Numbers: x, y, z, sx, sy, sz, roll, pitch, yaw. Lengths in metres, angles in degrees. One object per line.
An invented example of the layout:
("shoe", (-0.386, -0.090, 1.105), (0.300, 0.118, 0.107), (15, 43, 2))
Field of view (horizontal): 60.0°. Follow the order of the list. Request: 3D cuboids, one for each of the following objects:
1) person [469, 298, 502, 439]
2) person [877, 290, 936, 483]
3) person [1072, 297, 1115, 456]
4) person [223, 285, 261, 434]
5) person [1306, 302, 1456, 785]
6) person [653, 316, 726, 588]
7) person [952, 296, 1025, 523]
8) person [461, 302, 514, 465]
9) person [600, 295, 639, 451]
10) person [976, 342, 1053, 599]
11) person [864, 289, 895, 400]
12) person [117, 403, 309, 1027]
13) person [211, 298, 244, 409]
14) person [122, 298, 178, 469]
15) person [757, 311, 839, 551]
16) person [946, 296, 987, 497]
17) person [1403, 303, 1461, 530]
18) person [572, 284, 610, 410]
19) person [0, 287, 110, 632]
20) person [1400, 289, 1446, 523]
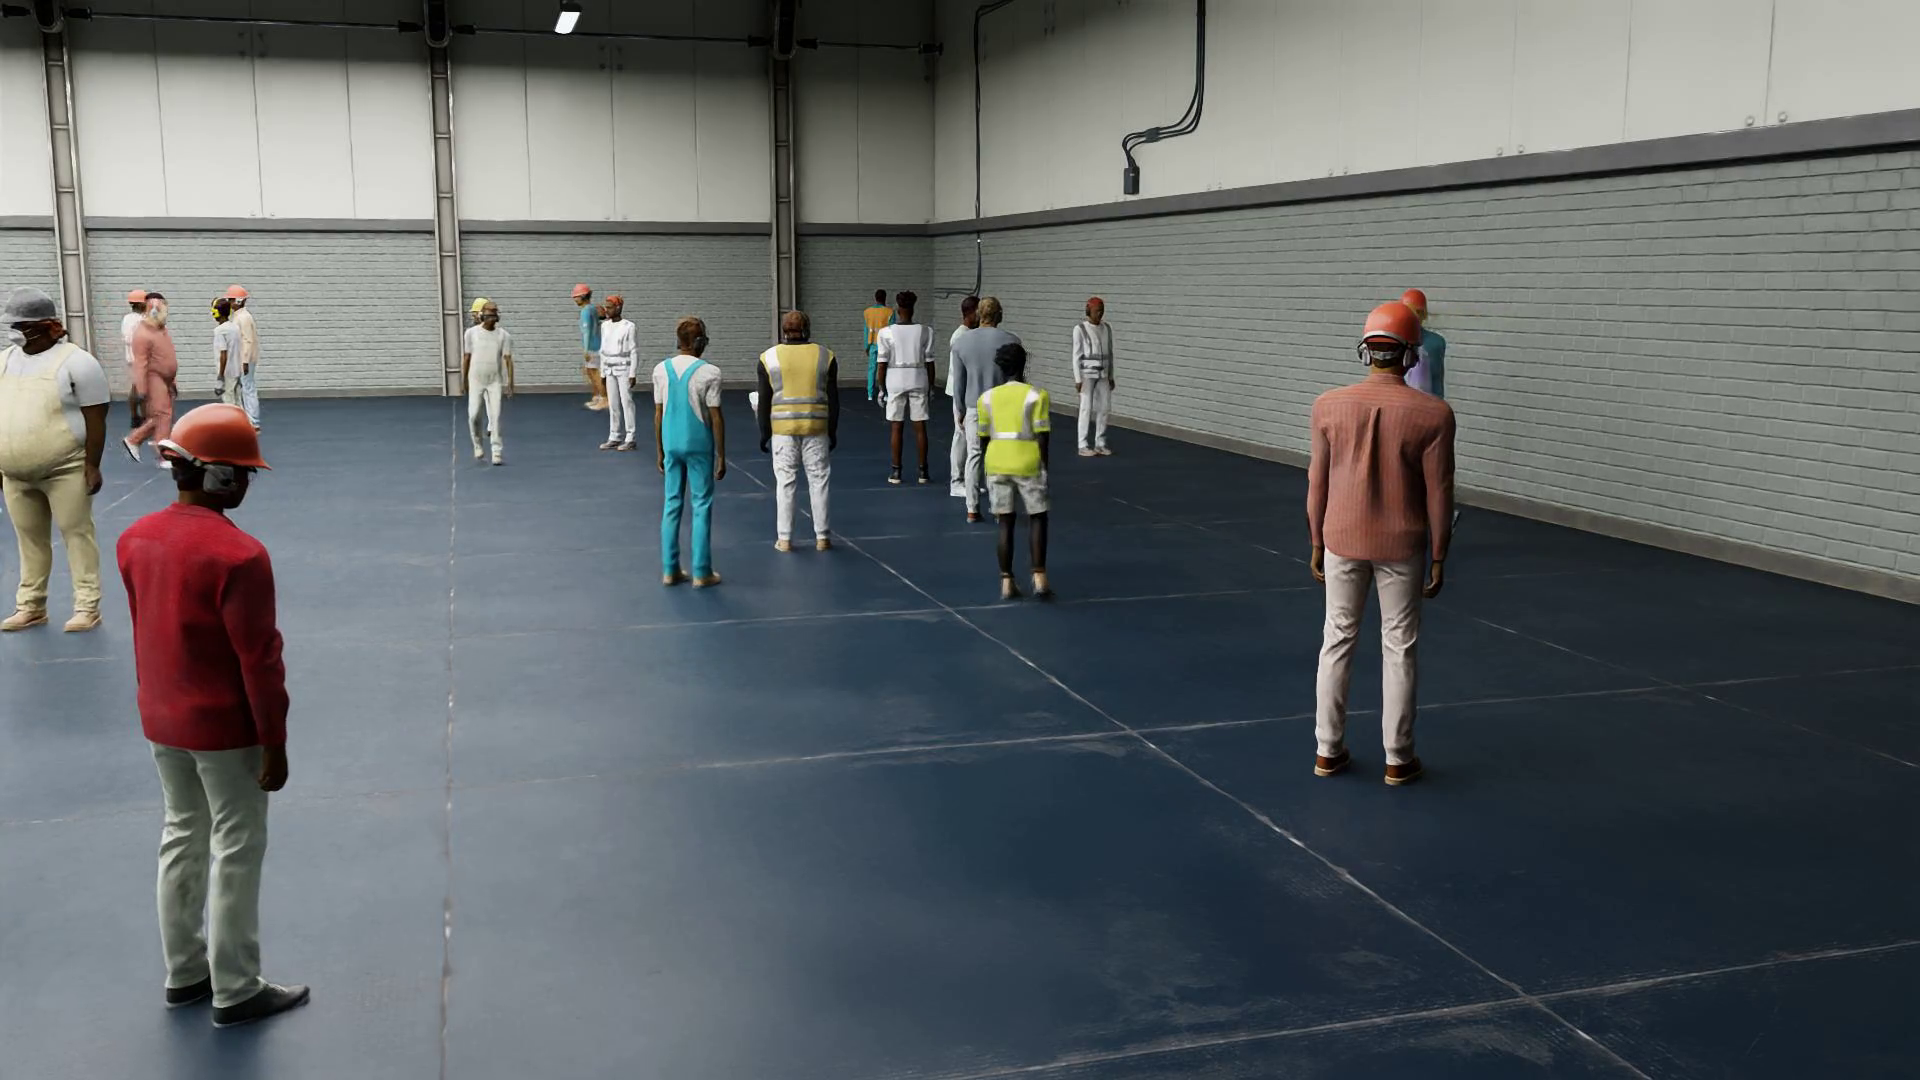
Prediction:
("person", (-6.206, -2.243, 21.779), (0.403, 1.830, 0.600), (-2, 9, -14))
("person", (-0.543, -1.555, 16.965), (0.607, 1.966, 0.373), (-1, 9, -5))
("person", (1.574, -1.922, 19.611), (0.582, 1.879, 0.359), (-6, 11, -35))
("person", (-9.610, -2.402, 22.276), (0.381, 1.996, 0.608), (-5, 10, -29))
("person", (1.730, 0.020, 6.869), (0.609, 1.987, 0.397), (5, 10, 27))
("person", (-1.814, -0.585, 11.205), (0.517, 1.836, 0.348), (3, 9, 17))
("person", (0.246, -1.102, 14.161), (0.630, 1.940, 0.372), (2, 9, 15))
("person", (-5.328, -1.763, 18.744), (0.564, 1.824, 0.783), (-3, 9, -20))
("person", (-4.148, -2.021, 20.200), (0.577, 1.882, 0.349), (6, 11, 35))
("person", (0.348, -0.454, 10.869), (0.562, 1.661, 0.429), (4, 10, 24))
("person", (-1.383, -3.353, 28.636), (0.587, 1.910, 0.395), (3, 10, 21))
("person", (-2.068, 0.489, 4.659), (0.574, 1.738, 0.352), (5, 10, 29))
("person", (-8.508, -1.874, 19.327), (0.332, 1.866, 0.514), (0, 9, 2))
("person", (-8.878, -1.713, 18.253), (0.672, 1.880, 0.650), (-1, 9, -5))
("person", (-1.232, -0.826, 12.727), (0.620, 1.840, 0.430), (-1, 9, -8))
("person", (0.058, -1.375, 15.975), (0.370, 1.915, 0.597), (2, 9, 14))
("person", (3.483, -0.866, 12.778), (0.597, 1.906, 0.609), (0, 9, 0))
("person", (-5.872, -3.068, 26.554), (0.596, 2.006, 0.674), (0, 9, 1))
("person", (-5.396, -0.467, 9.787), (0.680, 2.000, 0.536), (1, 9, 7))
("person", (3.822, -1.134, 14.185), (0.611, 1.995, 0.375), (0, 9, 1))
